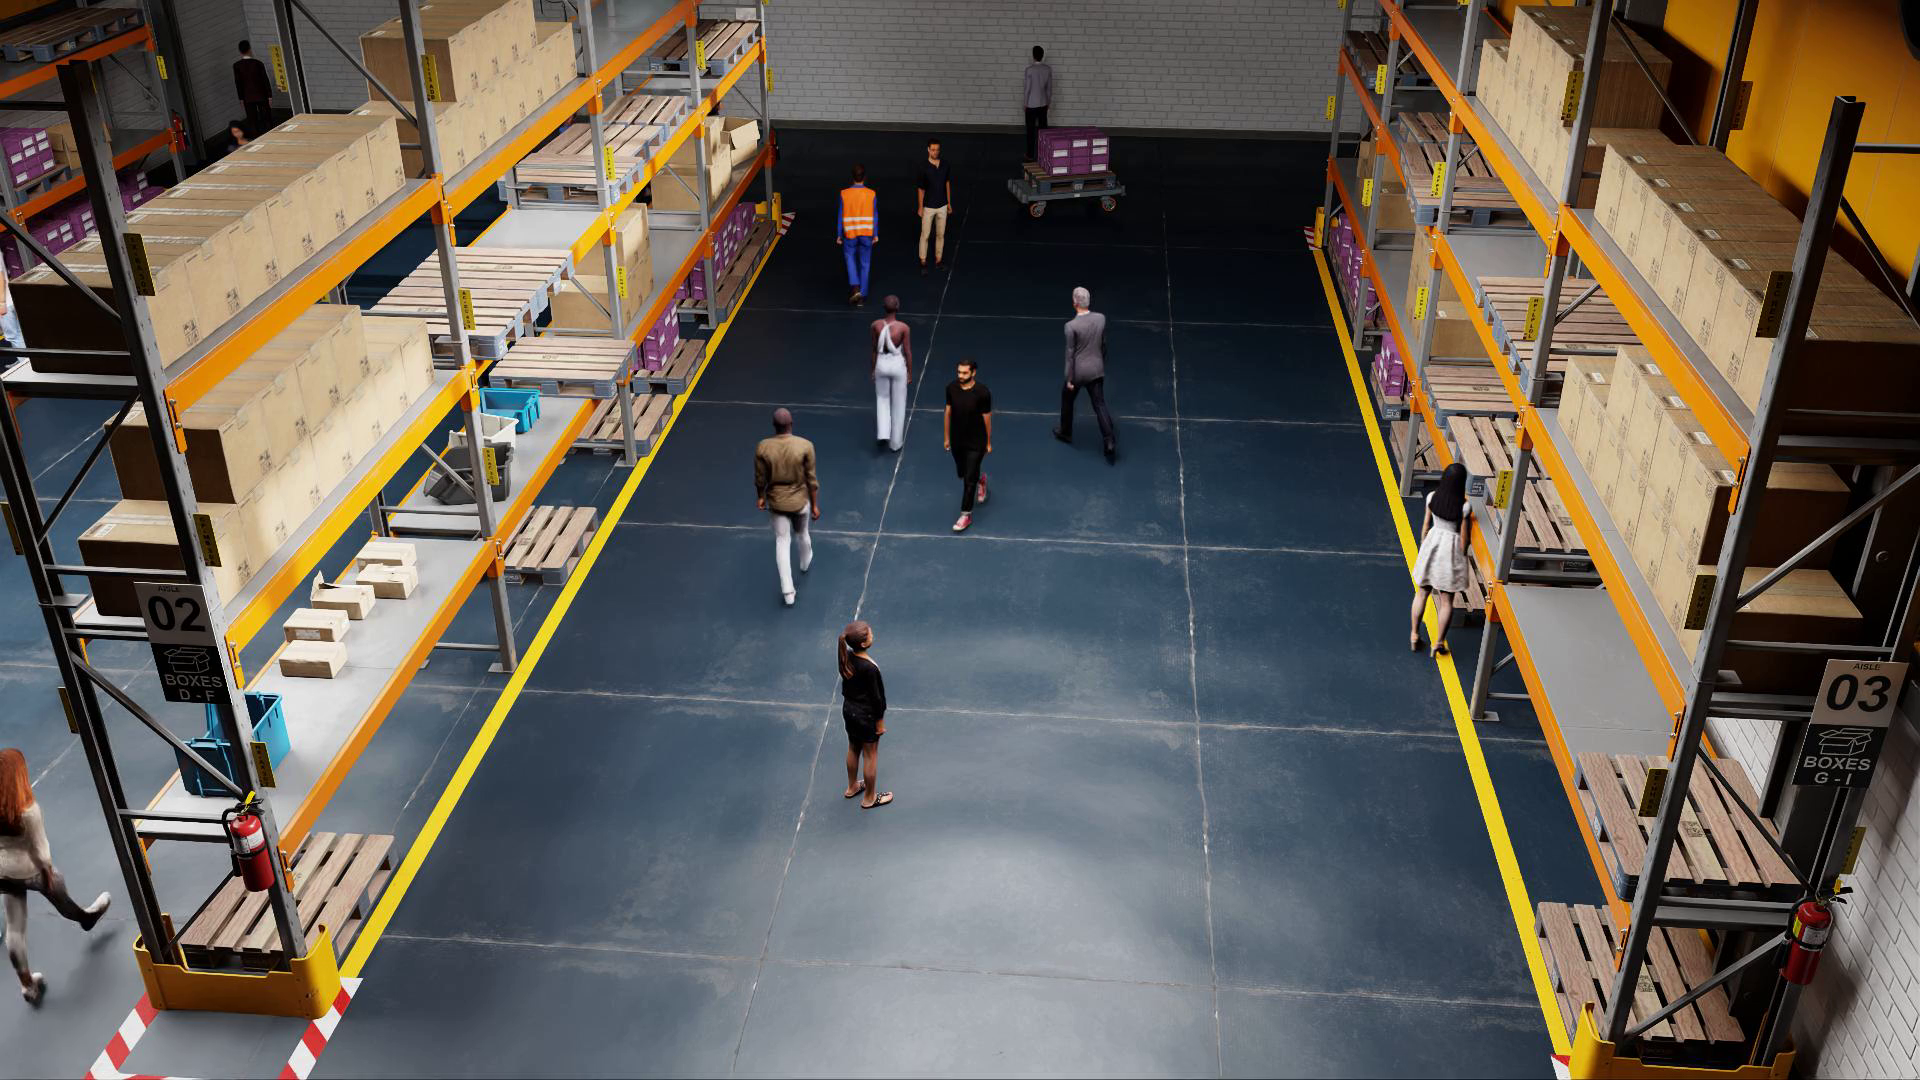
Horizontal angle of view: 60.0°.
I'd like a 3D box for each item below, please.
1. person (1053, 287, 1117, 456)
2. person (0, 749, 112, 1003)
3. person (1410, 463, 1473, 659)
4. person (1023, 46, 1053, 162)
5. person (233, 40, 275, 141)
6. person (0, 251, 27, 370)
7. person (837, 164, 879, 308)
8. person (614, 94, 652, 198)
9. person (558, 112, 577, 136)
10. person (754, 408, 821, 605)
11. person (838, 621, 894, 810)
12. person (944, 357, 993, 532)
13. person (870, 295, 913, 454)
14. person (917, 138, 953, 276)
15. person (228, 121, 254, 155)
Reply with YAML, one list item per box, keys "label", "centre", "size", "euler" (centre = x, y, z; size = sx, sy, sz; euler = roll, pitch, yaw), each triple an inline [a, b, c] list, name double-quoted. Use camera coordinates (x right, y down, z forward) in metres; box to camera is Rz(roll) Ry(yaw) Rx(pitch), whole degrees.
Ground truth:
- label: "person"
  centre: [1.363, -1.741, 17.546]
  size: [1.198, 1.795, 1.358]
  euler: [-14, 32, -24]
- label: "person"
  centre: [-5.957, 2.166, 10.522]
  size: [0.628, 1.663, 1.104]
  euler: [1, 29, 2]
- label: "person"
  centre: [4.081, 0.162, 14.084]
  size: [0.781, 1.769, 0.812]
  euler: [21, 35, 33]
- label: "person"
  centre: [1.274, -7.242, 27.576]
  size: [0.756, 1.848, 0.772]
  euler: [-15, 32, -25]
- label: "person"
  centre: [-11.811, -7.412, 27.872]
  size: [0.768, 1.862, 0.734]
  euler: [-9, 30, -16]
- label: "person"
  centre: [-11.200, -2.813, 19.439]
  size: [0.814, 1.864, 0.683]
  euler: [-13, 31, -22]
- label: "person"
  centre: [-1.309, -3.887, 21.420]
  size: [0.776, 1.854, 0.818]
  euler: [-3, 29, -5]
- label: "person"
  centre: [-5.038, -6.014, 25.483]
  size: [0.932, 1.696, 1.187]
  euler: [15, 32, 25]
- label: "person"
  centre: [-5.521, -5.388, 24.204]
  size: [0.790, 1.823, 1.194]
  euler: [8, 30, 15]
- label: "person"
  centre: [-1.539, -0.266, 14.846]
  size: [0.838, 1.792, 1.117]
  euler: [-1, 29, -2]
- label: "person"
  centre: [-0.724, 1.267, 12.282]
  size: [0.703, 1.555, 0.648]
  euler: [-24, 37, -37]
- label: "person"
  centre: [0.122, -1.002, 16.258]
  size: [0.888, 1.731, 1.154]
  euler: [13, 31, 23]
- label: "person"
  centre: [-0.748, -1.702, 17.495]
  size: [0.651, 1.775, 0.757]
  euler: [6, 29, 10]
- label: "person"
  centre: [-0.352, -4.561, 22.653]
  size: [0.726, 1.854, 0.718]
  euler: [-13, 31, -22]
- label: "person"
  centre: [-10.328, -5.280, 24.166]
  size: [0.880, 1.668, 0.748]
  euler: [9, 30, 17]
